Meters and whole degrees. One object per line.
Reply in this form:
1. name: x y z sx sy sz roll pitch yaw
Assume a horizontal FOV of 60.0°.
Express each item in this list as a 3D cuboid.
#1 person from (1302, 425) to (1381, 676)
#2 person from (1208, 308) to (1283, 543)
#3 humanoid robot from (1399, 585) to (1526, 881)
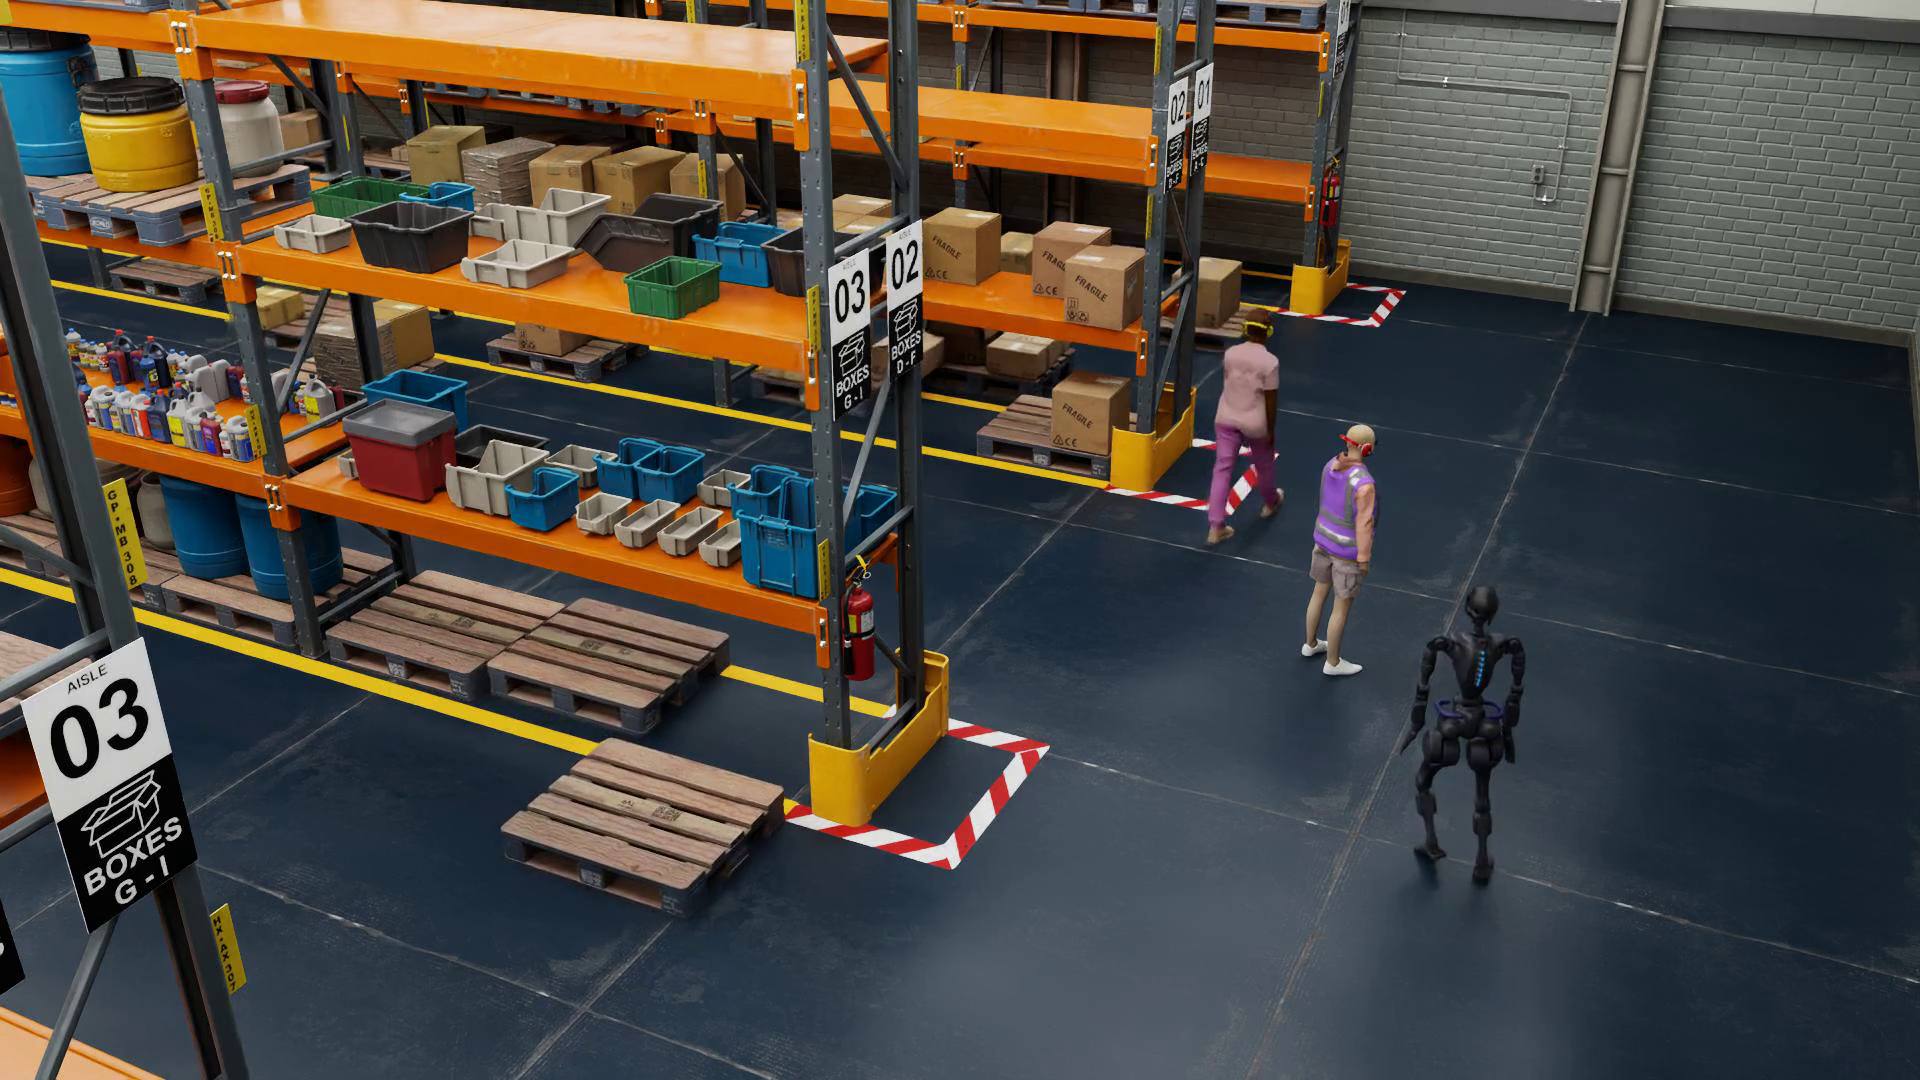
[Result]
1. person: 2.434 0.060 10.585 0.350 1.688 0.489 -11 28 -21
2. person: 2.171 -0.885 12.433 0.482 1.736 0.970 15 30 28
3. humanoid robot: 2.623 1.009 8.664 0.603 1.641 0.391 0 26 0
